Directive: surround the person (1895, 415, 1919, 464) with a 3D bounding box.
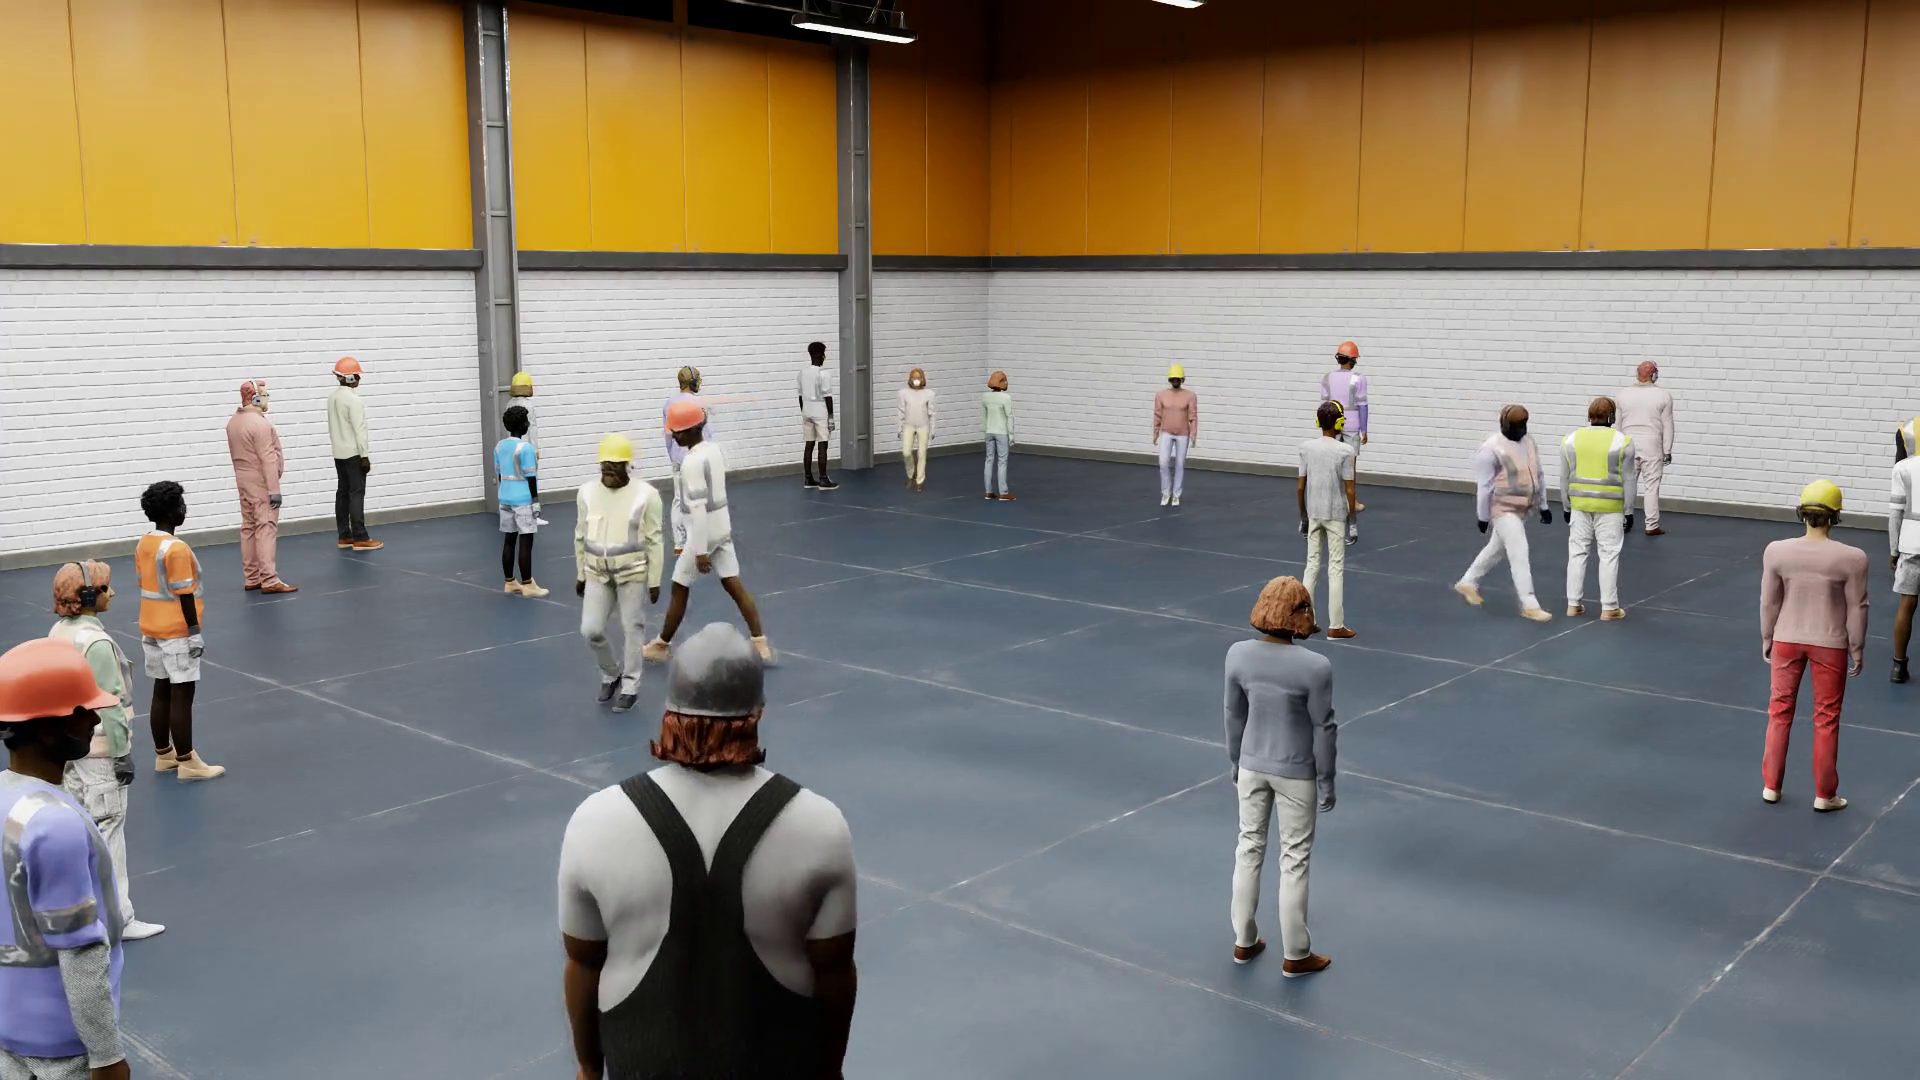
[{"bbox_3d":[8.711,-0.448,14.896,0.627,1.844,0.429,8,12,40],"label":"person"}]

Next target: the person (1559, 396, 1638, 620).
[{"bbox_3d":[5.264,-0.261,13.720,0.627,1.844,0.429,8,12,40],"label":"person"}]

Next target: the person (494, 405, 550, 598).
[{"bbox_3d":[-3.875,-0.335,14.640,0.535,1.697,0.318,8,12,40],"label":"person"}]

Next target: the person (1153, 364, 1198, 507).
[{"bbox_3d":[2.624,-1.270,20.318,0.552,1.745,0.553,2,9,12],"label":"person"}]

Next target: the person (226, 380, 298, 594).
[{"bbox_3d":[-6.234,-0.471,14.837,0.643,1.909,0.410,8,12,40],"label":"person"}]

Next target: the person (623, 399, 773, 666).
[{"bbox_3d":[-1.860,-0.033,11.924,1.097,1.963,0.667,2,9,14],"label":"person"}]

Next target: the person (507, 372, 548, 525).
[{"bbox_3d":[-4.940,-1.035,18.886,0.487,1.745,0.292,8,12,40],"label":"person"}]

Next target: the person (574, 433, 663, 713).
[{"bbox_3d":[-2.215,0.217,10.770,0.617,1.821,0.426,2,9,10],"label":"person"}]

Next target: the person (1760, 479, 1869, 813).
[{"bbox_3d":[4.513,0.557,8.818,0.525,1.770,0.306,8,12,40],"label":"person"}]

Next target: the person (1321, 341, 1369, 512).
[{"bbox_3d":[4.626,-1.358,19.975,0.608,2.044,0.370,8,12,40],"label":"person"}]

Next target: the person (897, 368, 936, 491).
[{"bbox_3d":[-0.569,-1.449,21.837,0.520,1.620,0.341,0,9,3],"label":"person"}]

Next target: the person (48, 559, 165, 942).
[{"bbox_3d":[-3.676,0.898,7.077,0.514,1.641,0.307,8,12,40],"label":"person"}]

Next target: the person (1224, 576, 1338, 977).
[{"bbox_3d":[1.299,0.952,6.755,0.500,1.633,0.286,8,12,40],"label":"person"}]

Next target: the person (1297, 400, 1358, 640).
[{"bbox_3d":[2.874,-0.156,12.975,0.513,1.872,0.328,8,12,40],"label":"person"}]

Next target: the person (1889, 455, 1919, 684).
[{"bbox_3d":[6.685,0.052,11.446,0.545,1.941,0.351,8,12,40],"label":"person"}]

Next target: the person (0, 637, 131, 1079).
[{"bbox_3d":[-2.268,1.203,4.228,0.545,1.939,0.354,8,12,40],"label":"person"}]

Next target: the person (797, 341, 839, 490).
[{"bbox_3d":[-1.885,-1.646,22.023,0.606,1.967,0.367,8,12,40],"label":"person"}]

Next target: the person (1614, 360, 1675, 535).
[{"bbox_3d":[7.475,-1.004,18.180,0.643,1.909,0.410,8,12,40],"label":"person"}]

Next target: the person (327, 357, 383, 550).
[{"bbox_3d":[-6.290,-0.890,17.193,0.612,1.995,0.376,8,12,40],"label":"person"}]

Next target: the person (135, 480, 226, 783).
[{"bbox_3d":[-4.406,0.510,9.328,0.535,1.699,0.318,8,12,40],"label":"person"}]

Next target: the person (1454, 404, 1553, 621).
[{"bbox_3d":[4.539,-0.262,13.918,0.628,1.793,0.976,-7,12,-39],"label":"person"}]

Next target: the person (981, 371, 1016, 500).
[{"bbox_3d":[0.484,-1.317,21.000,0.500,1.633,0.286,8,12,40],"label":"person"}]

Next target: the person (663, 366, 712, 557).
[{"bbox_3d":[-2.690,-0.768,16.601,0.632,1.940,0.372,8,12,40],"label":"person"}]
